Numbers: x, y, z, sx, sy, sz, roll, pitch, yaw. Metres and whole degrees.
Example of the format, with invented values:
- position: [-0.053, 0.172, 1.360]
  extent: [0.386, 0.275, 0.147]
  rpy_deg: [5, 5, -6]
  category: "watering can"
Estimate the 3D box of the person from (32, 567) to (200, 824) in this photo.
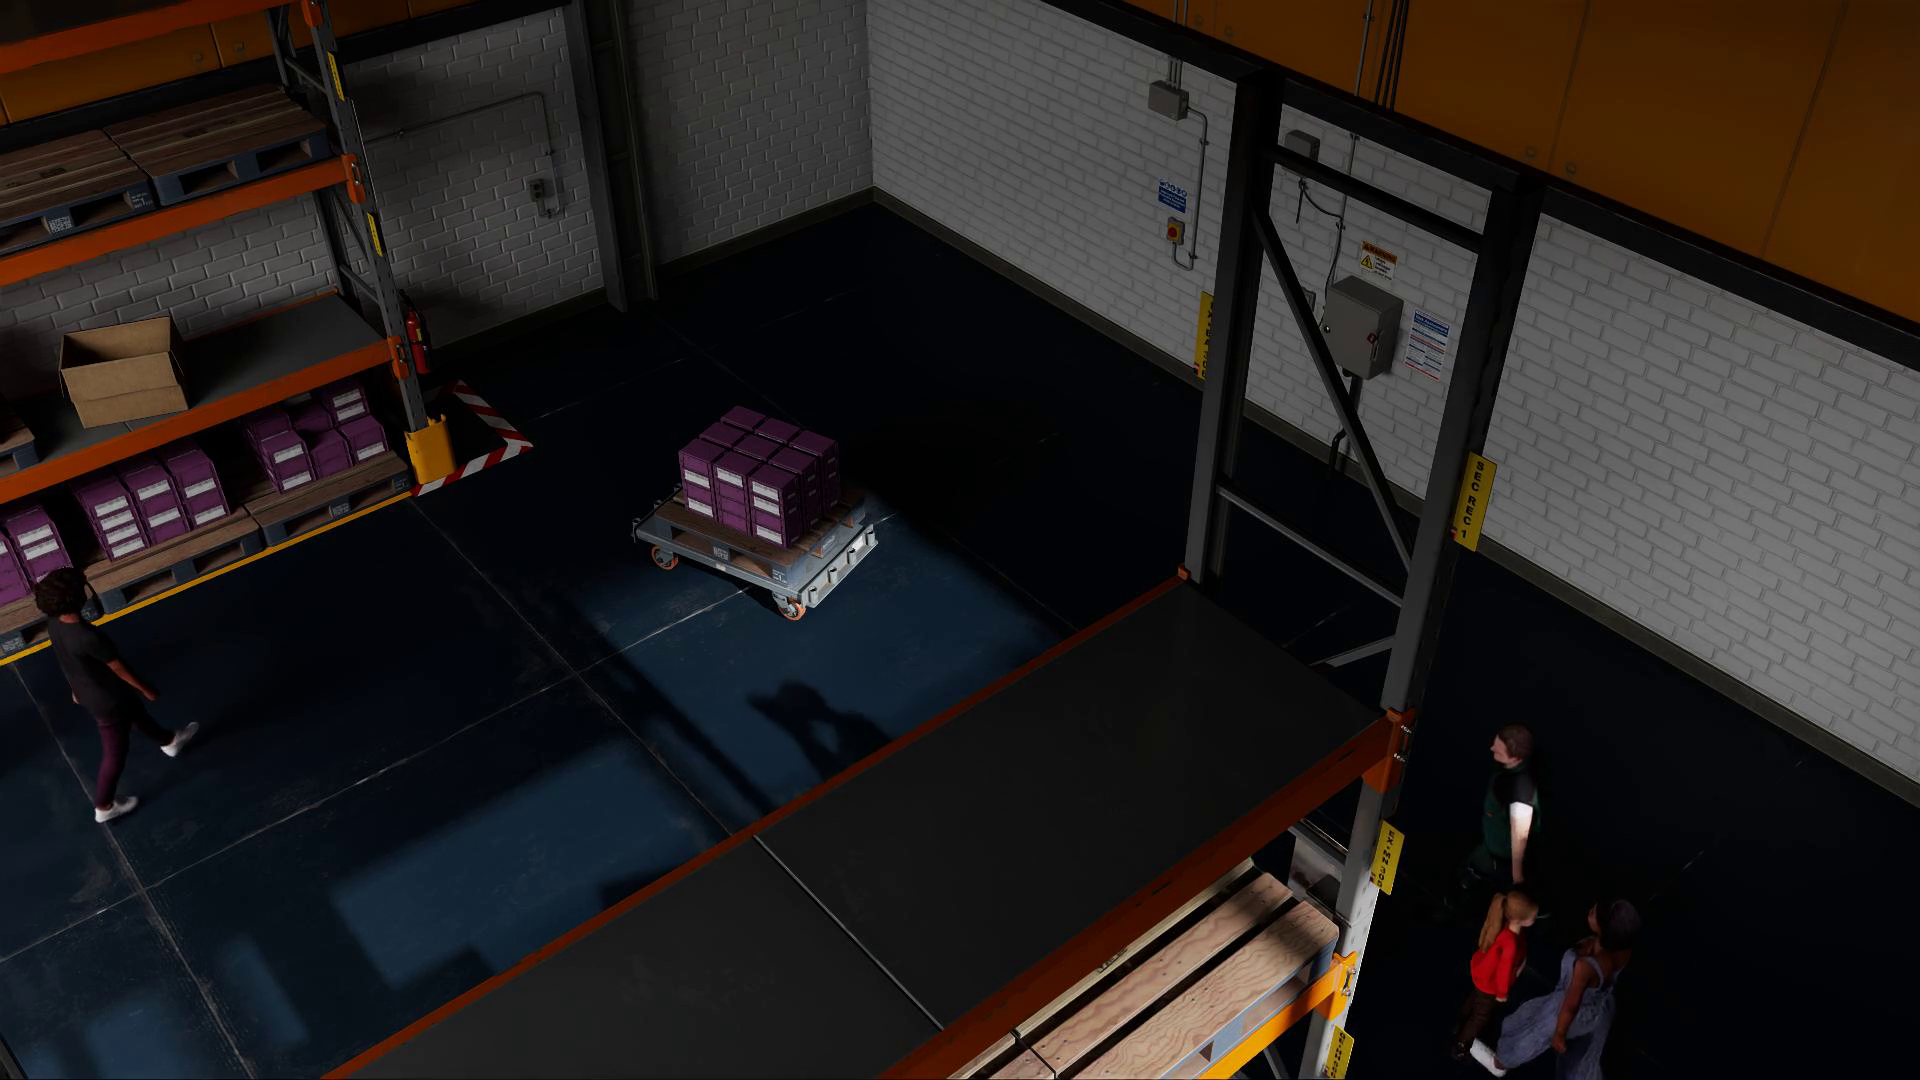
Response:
- position: [-5.309, 0.976, 10.208]
  extent: [0.829, 1.744, 1.186]
  rpy_deg: [23, 44, 26]
  category: "person"

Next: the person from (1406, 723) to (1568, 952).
- position: [3.141, 1.685, 9.283]
  extent: [1.111, 1.790, 1.208]
  rpy_deg: [20, 43, 23]
  category: "person"

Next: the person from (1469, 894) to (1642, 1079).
- position: [3.201, 2.438, 8.443]
  extent: [0.955, 1.662, 0.714]
  rpy_deg: [-23, 44, -26]
  category: "person"

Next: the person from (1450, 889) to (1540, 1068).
- position: [2.850, 2.323, 8.893]
  extent: [0.624, 1.278, 0.548]
  rpy_deg: [9, 40, 11]
  category: "person"
